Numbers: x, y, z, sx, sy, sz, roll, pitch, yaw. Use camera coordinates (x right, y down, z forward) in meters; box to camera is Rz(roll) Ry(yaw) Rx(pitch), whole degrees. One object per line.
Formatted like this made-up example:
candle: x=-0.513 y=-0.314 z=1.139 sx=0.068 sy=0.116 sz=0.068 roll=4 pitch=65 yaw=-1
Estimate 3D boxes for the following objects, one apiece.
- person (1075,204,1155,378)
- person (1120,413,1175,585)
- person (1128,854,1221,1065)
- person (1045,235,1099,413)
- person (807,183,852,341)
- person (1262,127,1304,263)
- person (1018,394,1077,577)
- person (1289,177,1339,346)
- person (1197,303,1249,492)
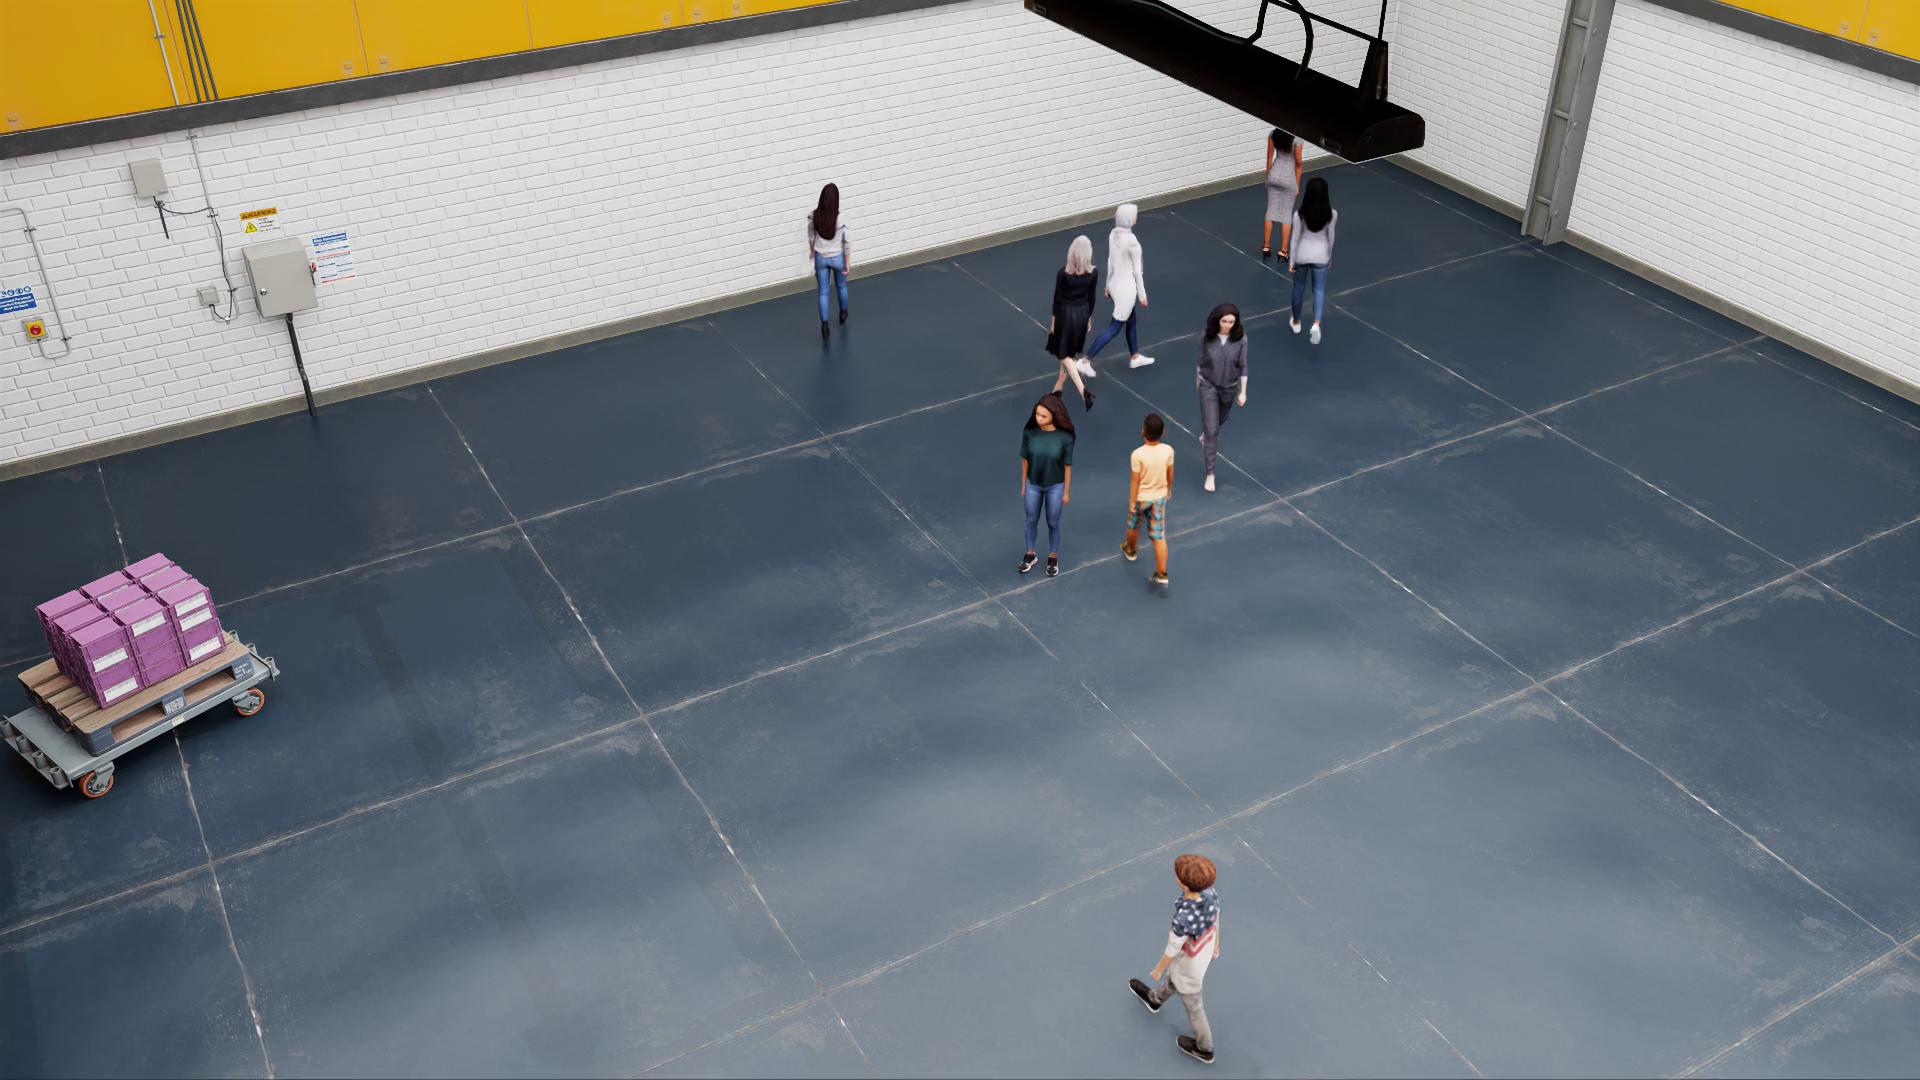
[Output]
person: x=1.501 y=-2.362 z=16.075 sx=0.797 sy=1.744 sz=1.102 roll=-11 pitch=35 yaw=-16
person: x=1.538 y=-0.300 z=13.248 sx=0.715 sy=1.440 sz=1.031 roll=-8 pitch=34 yaw=-11
person: x=1.348 y=2.356 z=9.279 sx=0.962 sy=1.409 sz=0.755 roll=23 pitch=40 yaw=31
person: x=1.083 y=-1.966 z=15.502 sx=0.690 sy=1.719 sz=0.981 roll=-15 pitch=37 yaw=-22
person: x=-1.340 y=-2.799 z=16.861 sx=0.886 sy=1.602 sz=1.037 roll=0 pitch=34 yaw=1
person: x=3.567 y=-3.943 z=18.422 sx=0.578 sy=1.780 sz=0.708 roll=24 pitch=40 yaw=31
person: x=0.688 y=-0.454 z=13.320 sx=0.705 sy=1.615 sz=0.770 roll=10 pitch=35 yaw=15
person: x=3.549 y=-2.783 z=16.732 sx=0.933 sy=1.718 sz=1.086 roll=1 pitch=34 yaw=1
person: x=2.251 y=-1.361 z=14.615 sx=1.058 sy=1.693 sz=1.250 roll=3 pitch=34 yaw=5
